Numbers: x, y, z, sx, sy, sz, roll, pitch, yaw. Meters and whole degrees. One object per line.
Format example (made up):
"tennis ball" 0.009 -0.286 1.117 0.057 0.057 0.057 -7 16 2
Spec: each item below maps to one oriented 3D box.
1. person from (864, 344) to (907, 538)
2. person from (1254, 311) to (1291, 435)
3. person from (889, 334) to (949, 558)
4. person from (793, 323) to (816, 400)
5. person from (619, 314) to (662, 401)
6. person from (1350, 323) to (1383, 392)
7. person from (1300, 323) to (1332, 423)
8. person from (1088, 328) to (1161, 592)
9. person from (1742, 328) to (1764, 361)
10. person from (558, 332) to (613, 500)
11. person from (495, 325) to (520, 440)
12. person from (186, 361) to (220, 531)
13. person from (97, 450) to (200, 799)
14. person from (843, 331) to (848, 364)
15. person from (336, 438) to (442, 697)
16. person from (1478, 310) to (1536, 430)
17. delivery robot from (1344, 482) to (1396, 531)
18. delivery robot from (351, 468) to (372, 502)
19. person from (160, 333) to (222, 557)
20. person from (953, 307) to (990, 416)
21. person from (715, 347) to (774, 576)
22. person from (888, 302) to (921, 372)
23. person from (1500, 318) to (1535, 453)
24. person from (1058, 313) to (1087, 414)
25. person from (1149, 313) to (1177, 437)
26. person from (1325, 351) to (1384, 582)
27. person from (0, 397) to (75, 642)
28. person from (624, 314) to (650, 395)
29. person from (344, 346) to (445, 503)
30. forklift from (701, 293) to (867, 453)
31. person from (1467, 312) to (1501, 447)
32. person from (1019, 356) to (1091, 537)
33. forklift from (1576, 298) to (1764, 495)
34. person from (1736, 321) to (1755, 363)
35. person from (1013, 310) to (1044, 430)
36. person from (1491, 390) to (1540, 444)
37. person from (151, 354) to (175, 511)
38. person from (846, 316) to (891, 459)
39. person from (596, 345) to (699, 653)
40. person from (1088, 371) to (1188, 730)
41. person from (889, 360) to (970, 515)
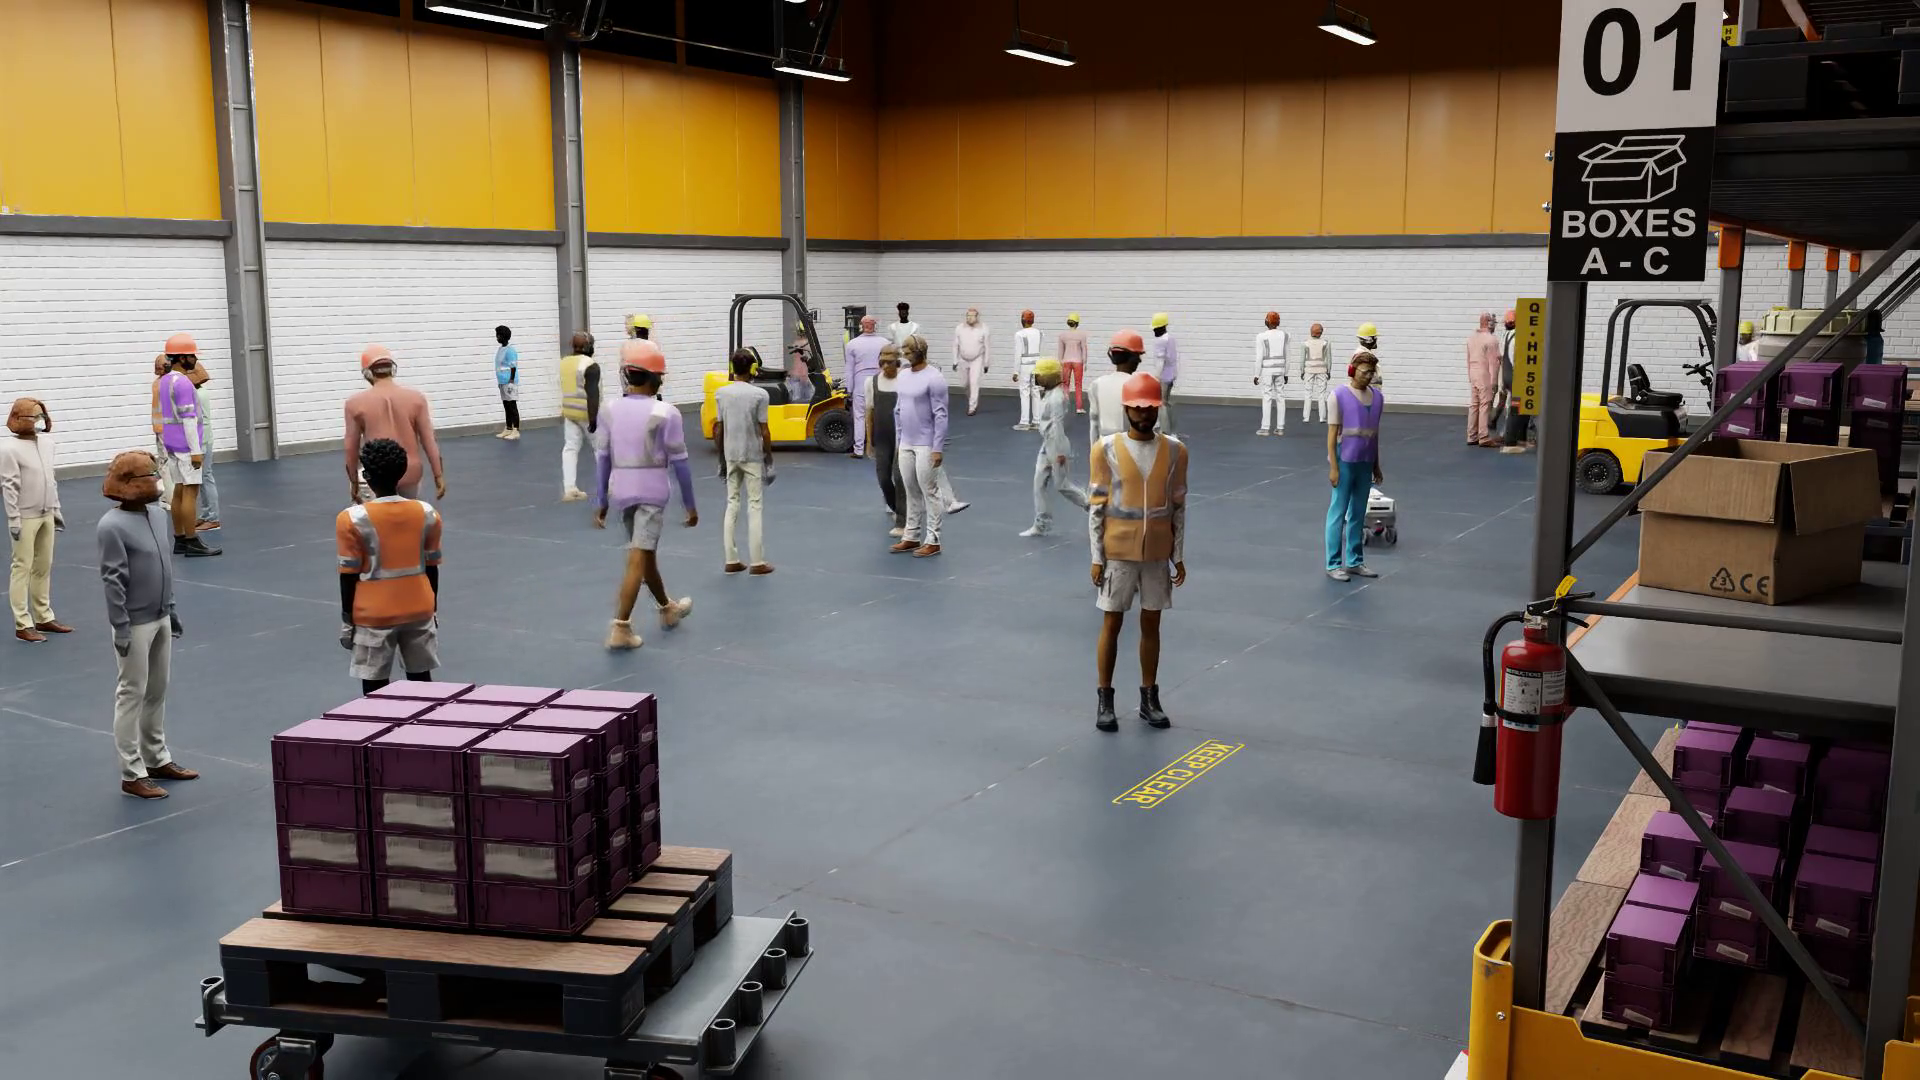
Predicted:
"person" -0.616 -0.949 15.649 0.533 1.817 0.624 2 9 12
"person" 4.740 -2.524 25.263 0.572 1.883 0.353 -3 9 -16
"person" -0.352 -0.814 14.443 0.379 1.933 0.629 -7 12 -38
"person" -2.295 -2.500 25.575 0.846 1.726 0.545 -6 11 -32
"person" -4.148 -1.979 21.723 0.595 1.925 0.373 4 10 23
"person" 5.158 -1.838 21.134 0.403 1.835 0.591 2 9 13
"person" 5.854 -2.741 27.374 0.514 1.641 0.307 2 9 13
"person" 1.286 -0.601 12.799 0.420 2.038 0.622 -8 12 -42
"person" 10.413 -1.902 21.527 0.619 1.841 0.430 3 10 18
"person" -4.016 -1.351 18.144 0.645 1.808 0.856 7 12 39
"person" -6.710 -2.327 24.627 0.321 1.693 0.530 -6 11 -35
"person" -7.294 -0.904 15.928 0.276 1.632 0.507 -6 11 -35
"person" -3.848 0.389 7.853 0.279 1.635 0.507 0 9 3
"person" -1.596 -2.689 26.446 0.429 1.838 0.621 -7 11 -37
"person" -2.680 0.362 7.862 0.321 1.689 0.530 8 12 40
"person" 8.701 -2.652 26.073 1.007 1.887 0.567 2 9 14
"delivery robot" 3.729 -0.309 15.278 0.477 0.478 0.707 -1 9 -7
"delivery robot" -6.021 -0.596 17.074 0.477 0.478 0.707 -2 9 -9
"person" -6.713 -0.818 14.448 0.357 1.938 0.542 -8 12 -42
"person" 0.212 -3.121 29.014 0.644 1.880 0.796 3 10 17
"person" -1.751 -0.634 13.555 0.496 1.862 0.328 4 10 21
"person" -0.976 -3.241 29.526 0.614 1.958 0.377 1 9 4
"person" 7.766 -2.201 22.761 0.691 2.000 0.692 0 9 -1
"person" 1.980 -3.092 29.173 0.523 1.769 0.324 4 10 21
"person" 2.999 -2.388 24.420 0.386 1.888 0.794 3 10 20
"person" 3.162 -0.597 13.383 0.563 1.837 0.392 -6 11 -32
"person" -6.218 -0.144 11.183 0.285 1.633 0.501 1 9 8
"person" -4.549 -2.242 23.494 0.437 1.890 0.664 -4 10 -24
"person" -4.219 -0.480 12.399 0.657 1.922 1.027 -6 11 -32
"forklift" -2.458 -2.344 23.176 2.313 2.155 1.214 0 9 -2
"person" 7.454 -2.267 23.592 0.409 1.905 0.651 -2 9 -14
"person" 0.965 -0.864 15.473 0.763 1.709 0.500 -2 9 -13
"forklift" 7.954 -1.589 18.462 2.313 2.155 1.214 5 11 30
"person" 11.205 -2.225 23.678 0.871 1.802 0.601 -8 12 -42
"person" 1.066 -2.663 26.136 0.573 1.883 0.356 -8 12 -40
"person" 8.137 -2.325 23.940 0.827 1.916 0.644 0 9 -2
"person" -8.197 -1.110 17.228 0.313 1.633 0.519 -7 12 -39
"person" -1.210 -2.029 22.134 0.641 1.900 0.403 -2 9 -14
"person" -2.062 -0.297 11.048 0.630 1.980 1.082 4 10 24
"person" 0.965 0.061 8.956 0.547 1.939 0.376 -1 9 -9
"person" -0.337 -1.013 16.748 0.876 1.578 0.567 4 10 23
